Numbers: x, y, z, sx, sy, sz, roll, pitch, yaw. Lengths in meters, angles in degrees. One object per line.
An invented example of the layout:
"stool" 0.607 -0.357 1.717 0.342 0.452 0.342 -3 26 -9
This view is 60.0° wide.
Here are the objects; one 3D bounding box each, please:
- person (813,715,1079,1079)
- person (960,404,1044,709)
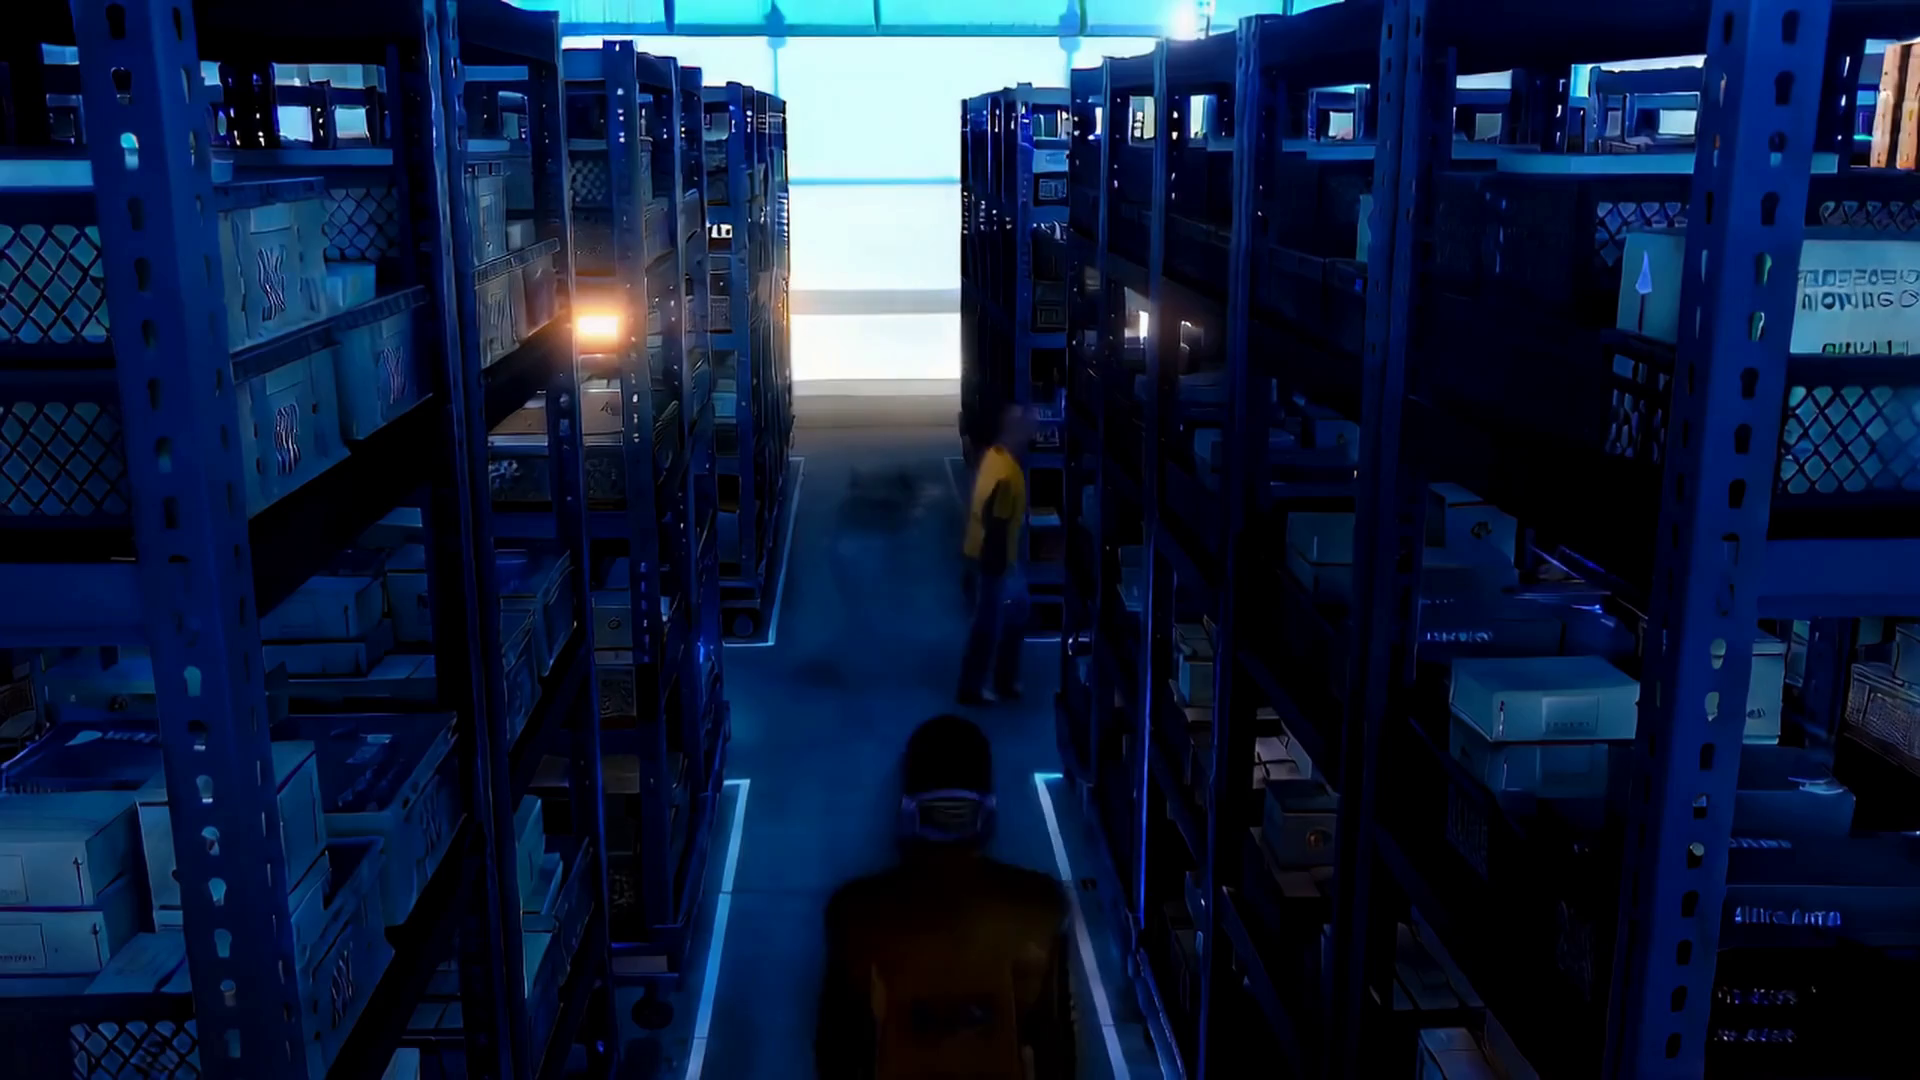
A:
"person" -0.045 1.362 4.198 0.640 1.945 0.986 -1 14 -5
"person" 0.268 0.108 9.571 0.591 1.808 0.606 0 14 -1
